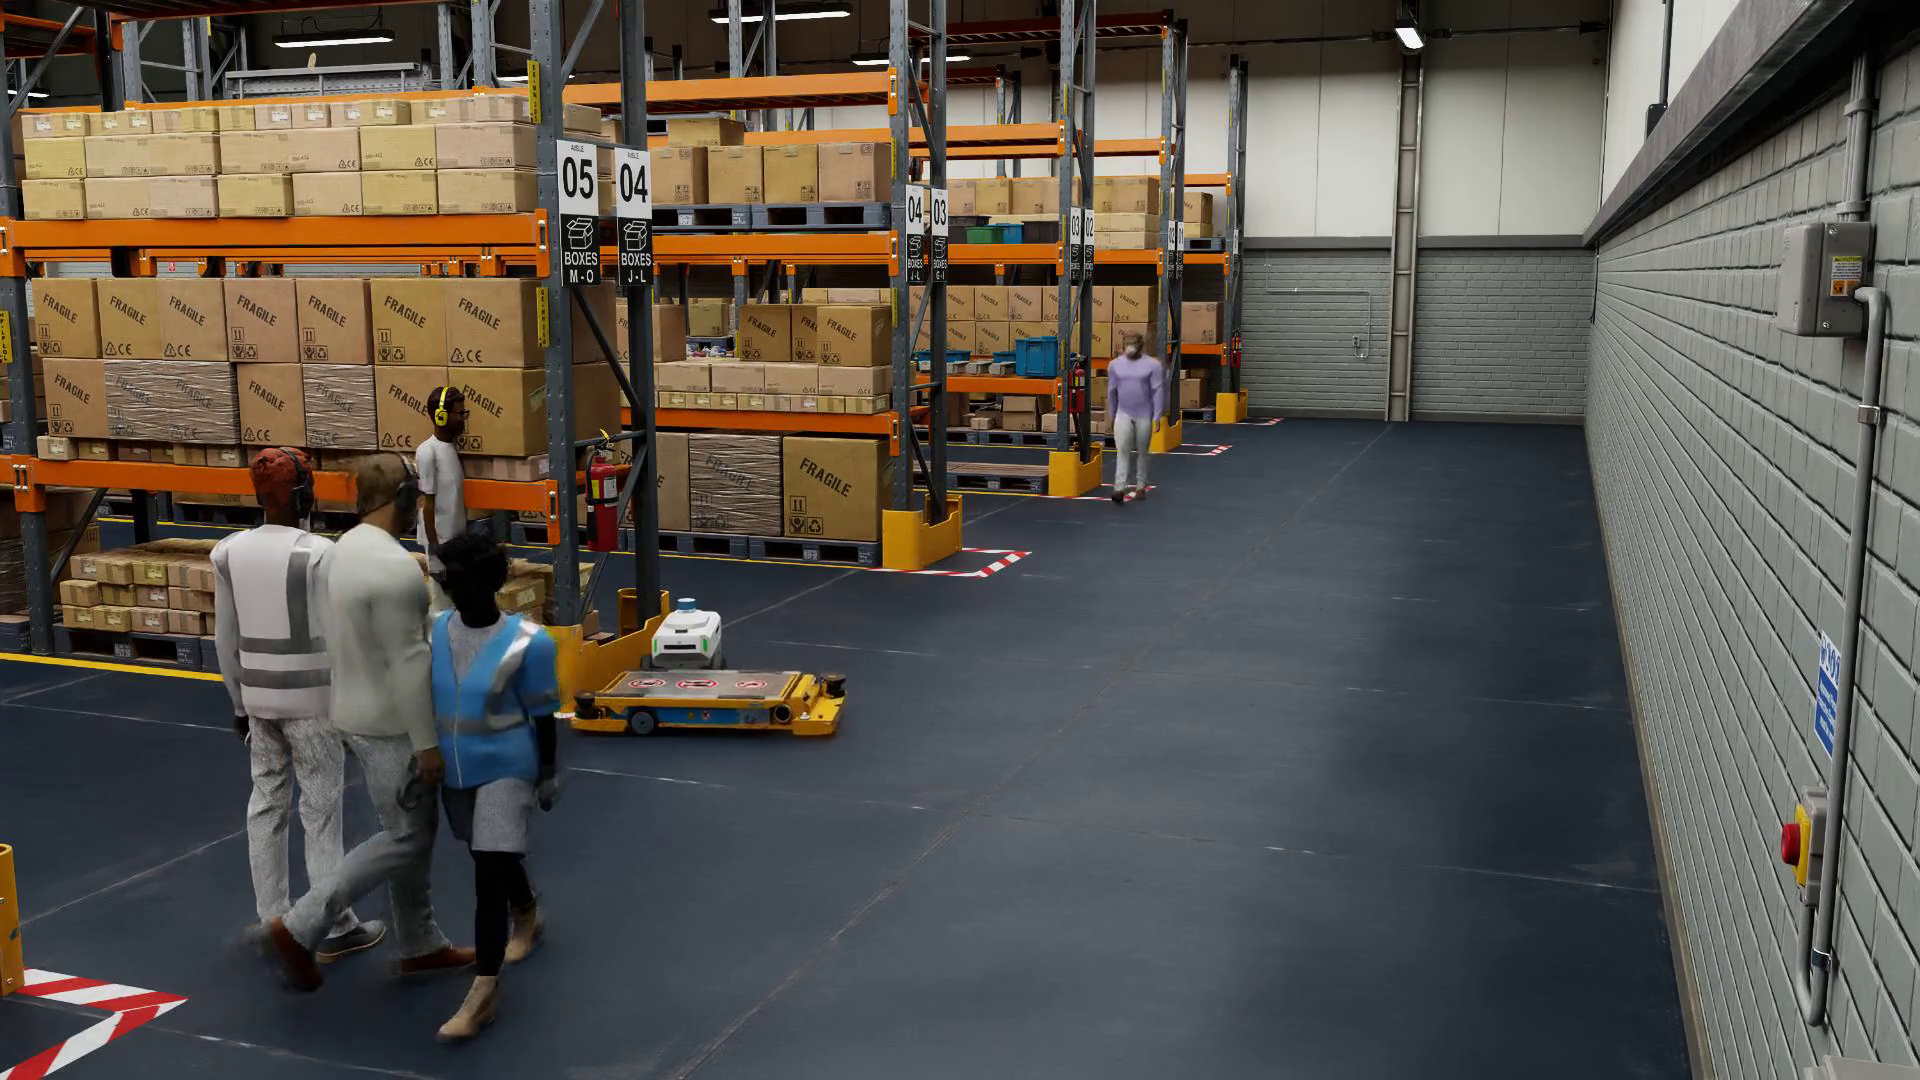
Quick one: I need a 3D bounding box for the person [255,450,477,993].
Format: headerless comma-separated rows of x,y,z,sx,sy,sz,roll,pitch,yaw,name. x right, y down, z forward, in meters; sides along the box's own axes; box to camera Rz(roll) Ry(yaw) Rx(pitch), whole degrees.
-2.052,0.650,5.726,0.704,1.899,0.635,-5,10,-28,person

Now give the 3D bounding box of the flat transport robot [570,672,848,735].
-1.375,0.892,9.257,1.431,0.197,0.652,1,9,4,flat transport robot

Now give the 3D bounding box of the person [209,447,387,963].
-2.419,0.602,6.058,0.573,1.883,0.356,3,10,19,person

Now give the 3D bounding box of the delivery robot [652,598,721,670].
-1.631,0.592,9.955,0.477,0.478,0.707,0,9,-2,delivery robot

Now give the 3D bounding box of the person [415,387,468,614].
-2.961,0.042,9.635,0.333,1.860,0.510,0,9,2,person

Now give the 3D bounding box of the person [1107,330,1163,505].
1.888,-1.330,18.100,0.648,1.883,1.018,3,10,17,person

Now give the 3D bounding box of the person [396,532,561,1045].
-1.618,0.774,5.730,0.527,1.652,0.872,3,10,18,person

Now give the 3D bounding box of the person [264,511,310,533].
-5.646,-0.648,13.987,0.429,1.843,0.633,6,11,33,person
